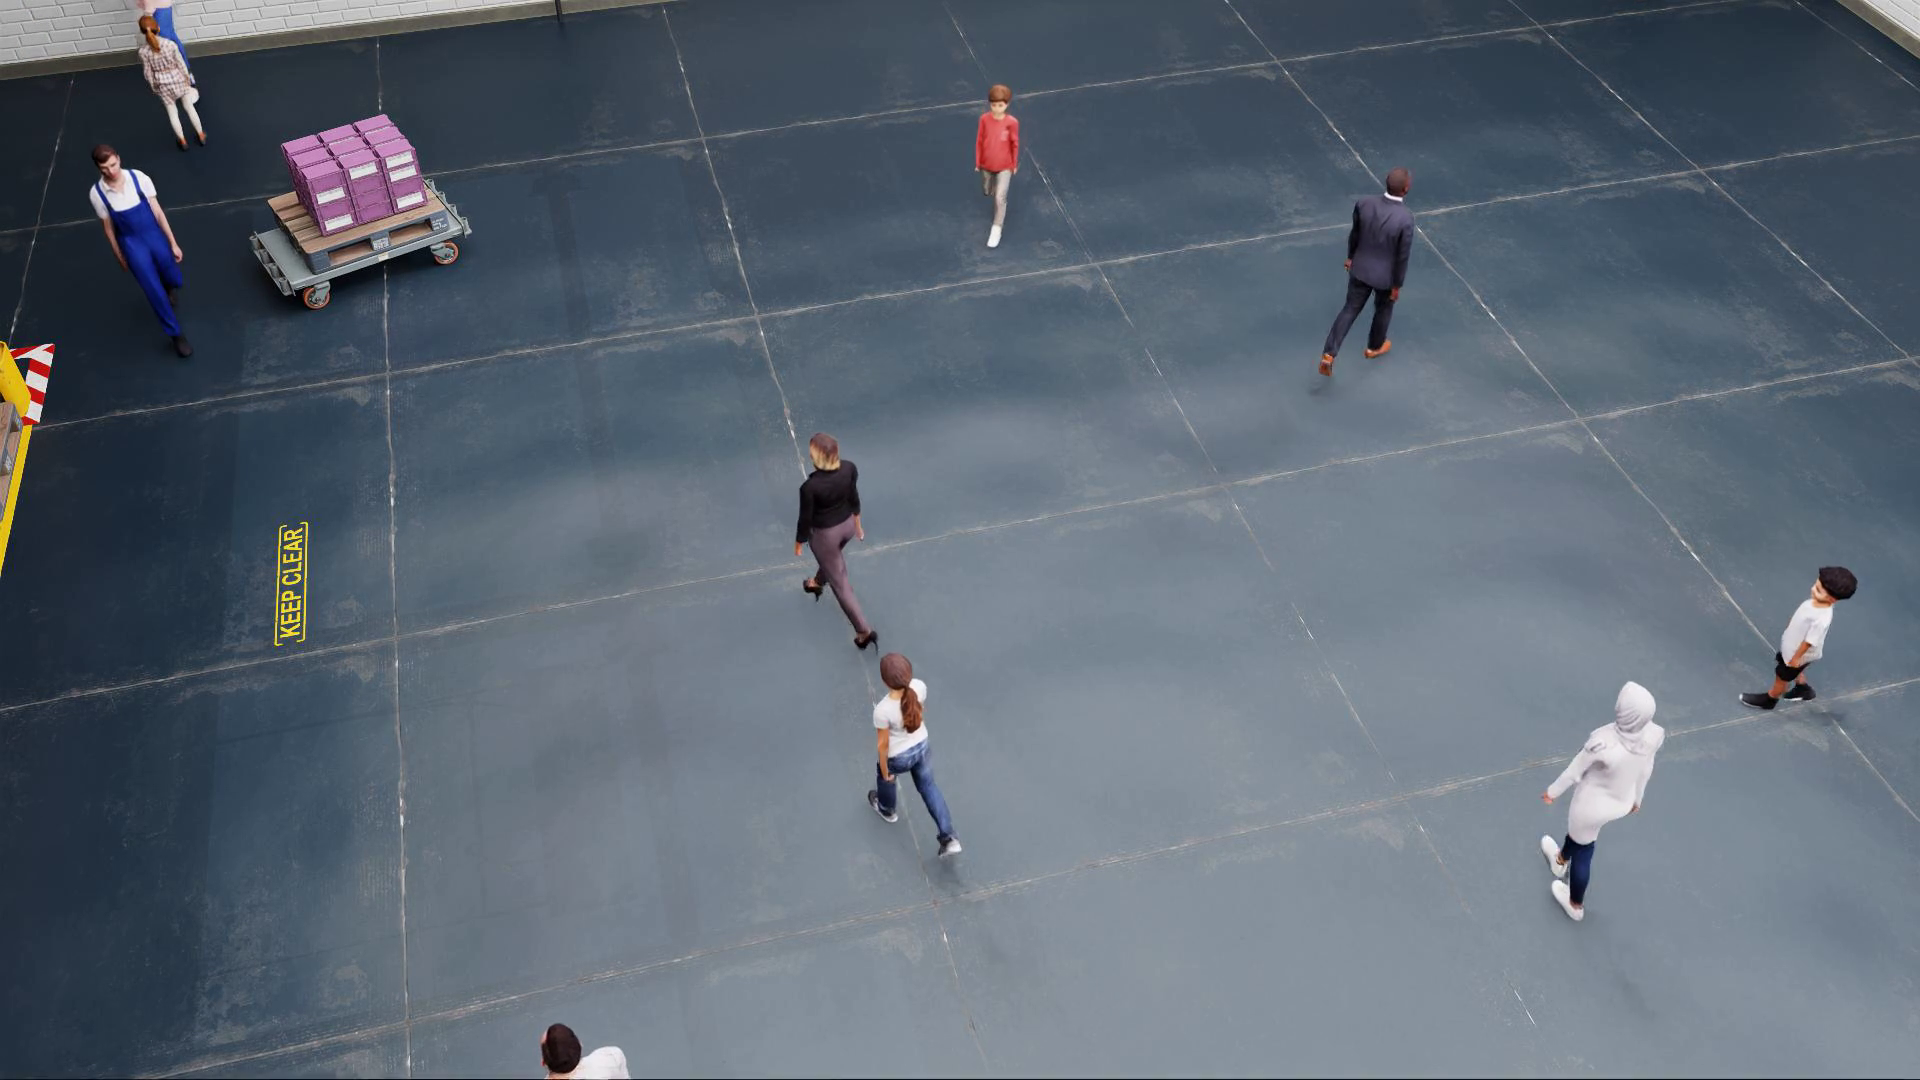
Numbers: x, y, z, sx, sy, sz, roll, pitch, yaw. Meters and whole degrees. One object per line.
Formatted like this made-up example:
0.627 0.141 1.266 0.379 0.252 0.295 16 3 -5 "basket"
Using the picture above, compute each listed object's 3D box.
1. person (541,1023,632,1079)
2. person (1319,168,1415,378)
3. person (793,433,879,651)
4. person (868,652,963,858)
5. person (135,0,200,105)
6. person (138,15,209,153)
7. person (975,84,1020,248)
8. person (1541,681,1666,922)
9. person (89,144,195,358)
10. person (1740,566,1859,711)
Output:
-1.713 2.771 7.715 0.758 1.838 0.722 -27 50 -25 "person"
3.145 -2.023 12.778 1.156 1.795 1.118 33 53 30 "person"
-0.763 0.053 10.727 1.138 1.619 0.963 33 52 29 "person"
-0.269 1.236 9.542 0.761 1.539 1.080 -26 49 -25 "person"
-7.750 -5.160 16.107 1.017 1.745 0.599 -10 45 -10 "person"
-7.355 -4.259 15.476 0.580 1.311 0.567 -21 48 -21 "person"
0.327 -3.299 14.405 0.809 1.399 0.960 12 45 12 "person"
3.544 1.504 9.100 0.635 1.761 0.762 -11 45 -11 "person"
-6.444 -2.355 13.103 0.885 1.827 1.127 -28 50 -26 "person"
5.322 0.636 10.380 0.736 1.252 0.690 16 46 16 "person"
